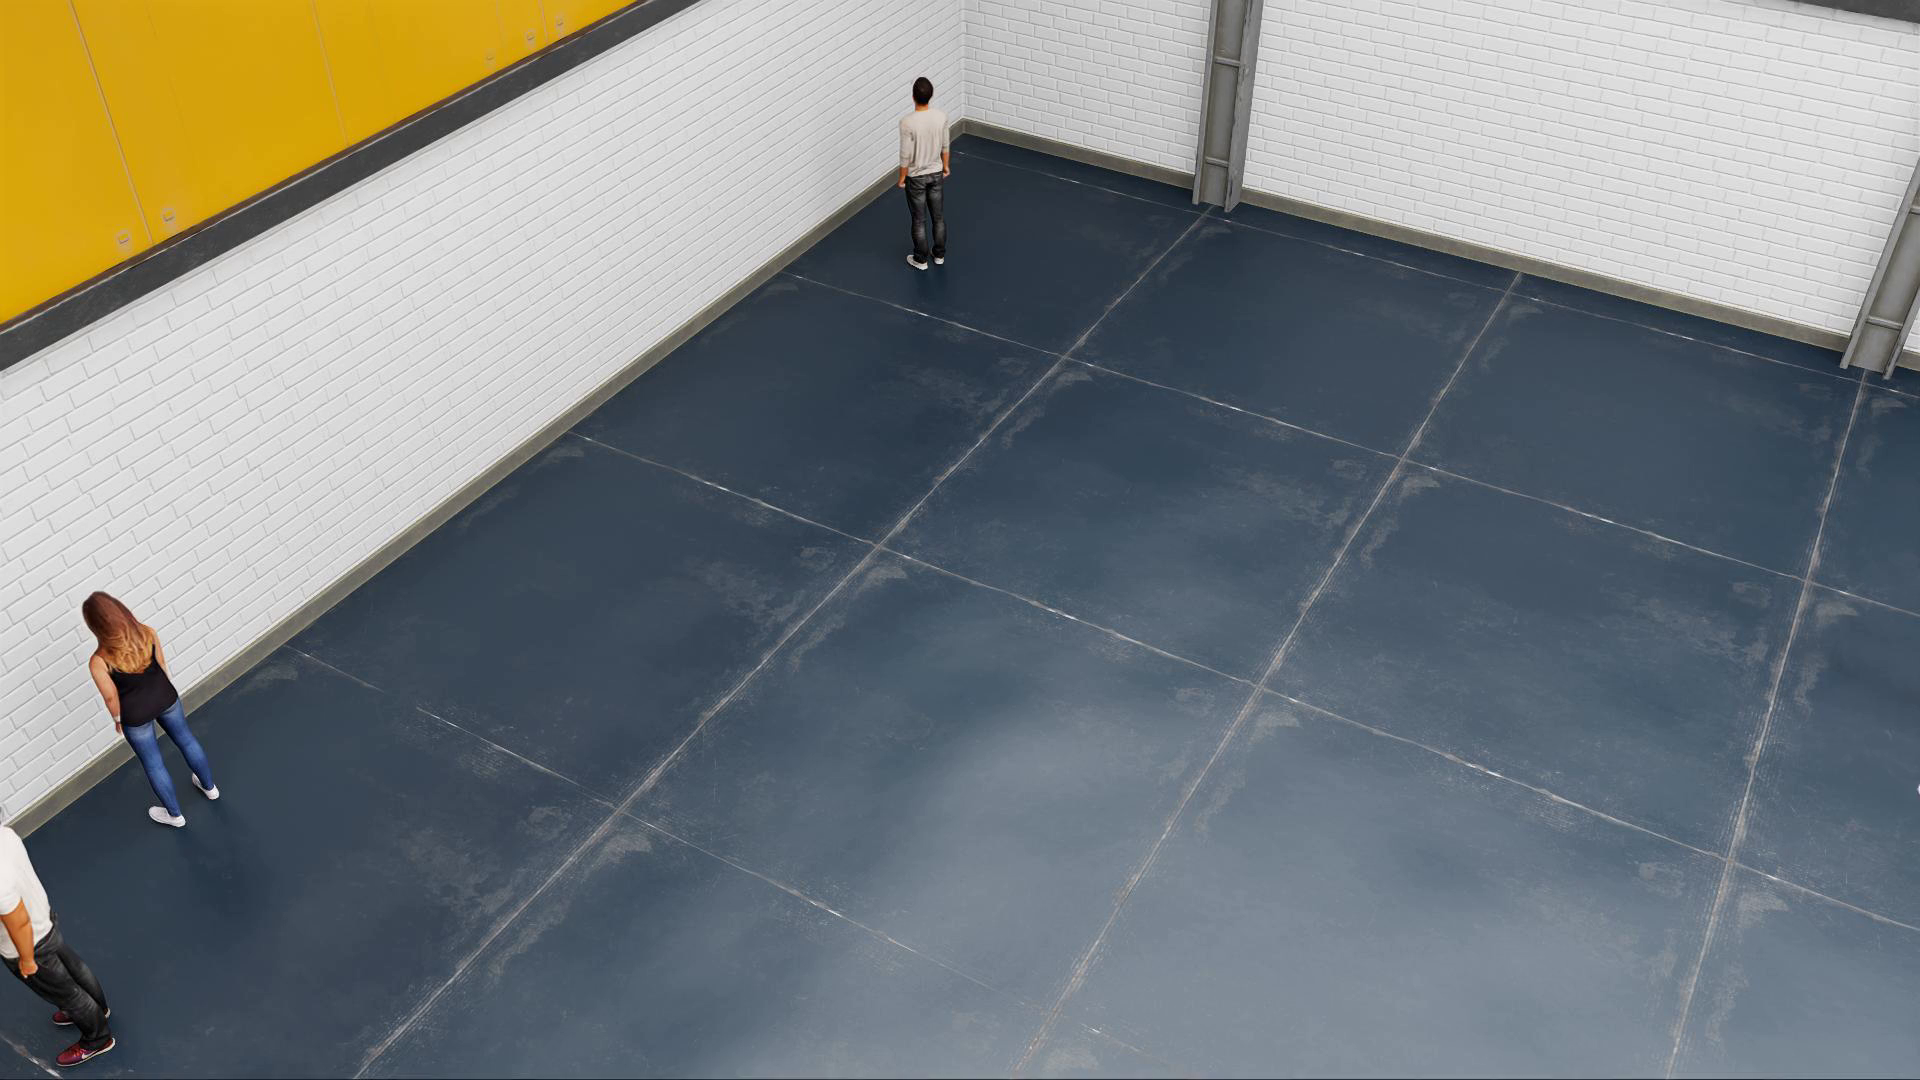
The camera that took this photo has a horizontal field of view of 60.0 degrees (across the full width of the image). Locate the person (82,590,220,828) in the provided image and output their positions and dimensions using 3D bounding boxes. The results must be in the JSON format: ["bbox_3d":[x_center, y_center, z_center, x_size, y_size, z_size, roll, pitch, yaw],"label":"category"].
[{"bbox_3d":[-4.752,0.976,9.727,0.517,1.723,0.584,21,43,24],"label":"person"}]

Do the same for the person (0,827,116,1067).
[{"bbox_3d":[-4.703,1.974,8.415,0.782,1.802,0.680,-16,41,-19],"label":"person"}]

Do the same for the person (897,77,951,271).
[{"bbox_3d":[-0.312,-3.306,15.019,0.739,1.811,0.751,-17,42,-20],"label":"person"}]
